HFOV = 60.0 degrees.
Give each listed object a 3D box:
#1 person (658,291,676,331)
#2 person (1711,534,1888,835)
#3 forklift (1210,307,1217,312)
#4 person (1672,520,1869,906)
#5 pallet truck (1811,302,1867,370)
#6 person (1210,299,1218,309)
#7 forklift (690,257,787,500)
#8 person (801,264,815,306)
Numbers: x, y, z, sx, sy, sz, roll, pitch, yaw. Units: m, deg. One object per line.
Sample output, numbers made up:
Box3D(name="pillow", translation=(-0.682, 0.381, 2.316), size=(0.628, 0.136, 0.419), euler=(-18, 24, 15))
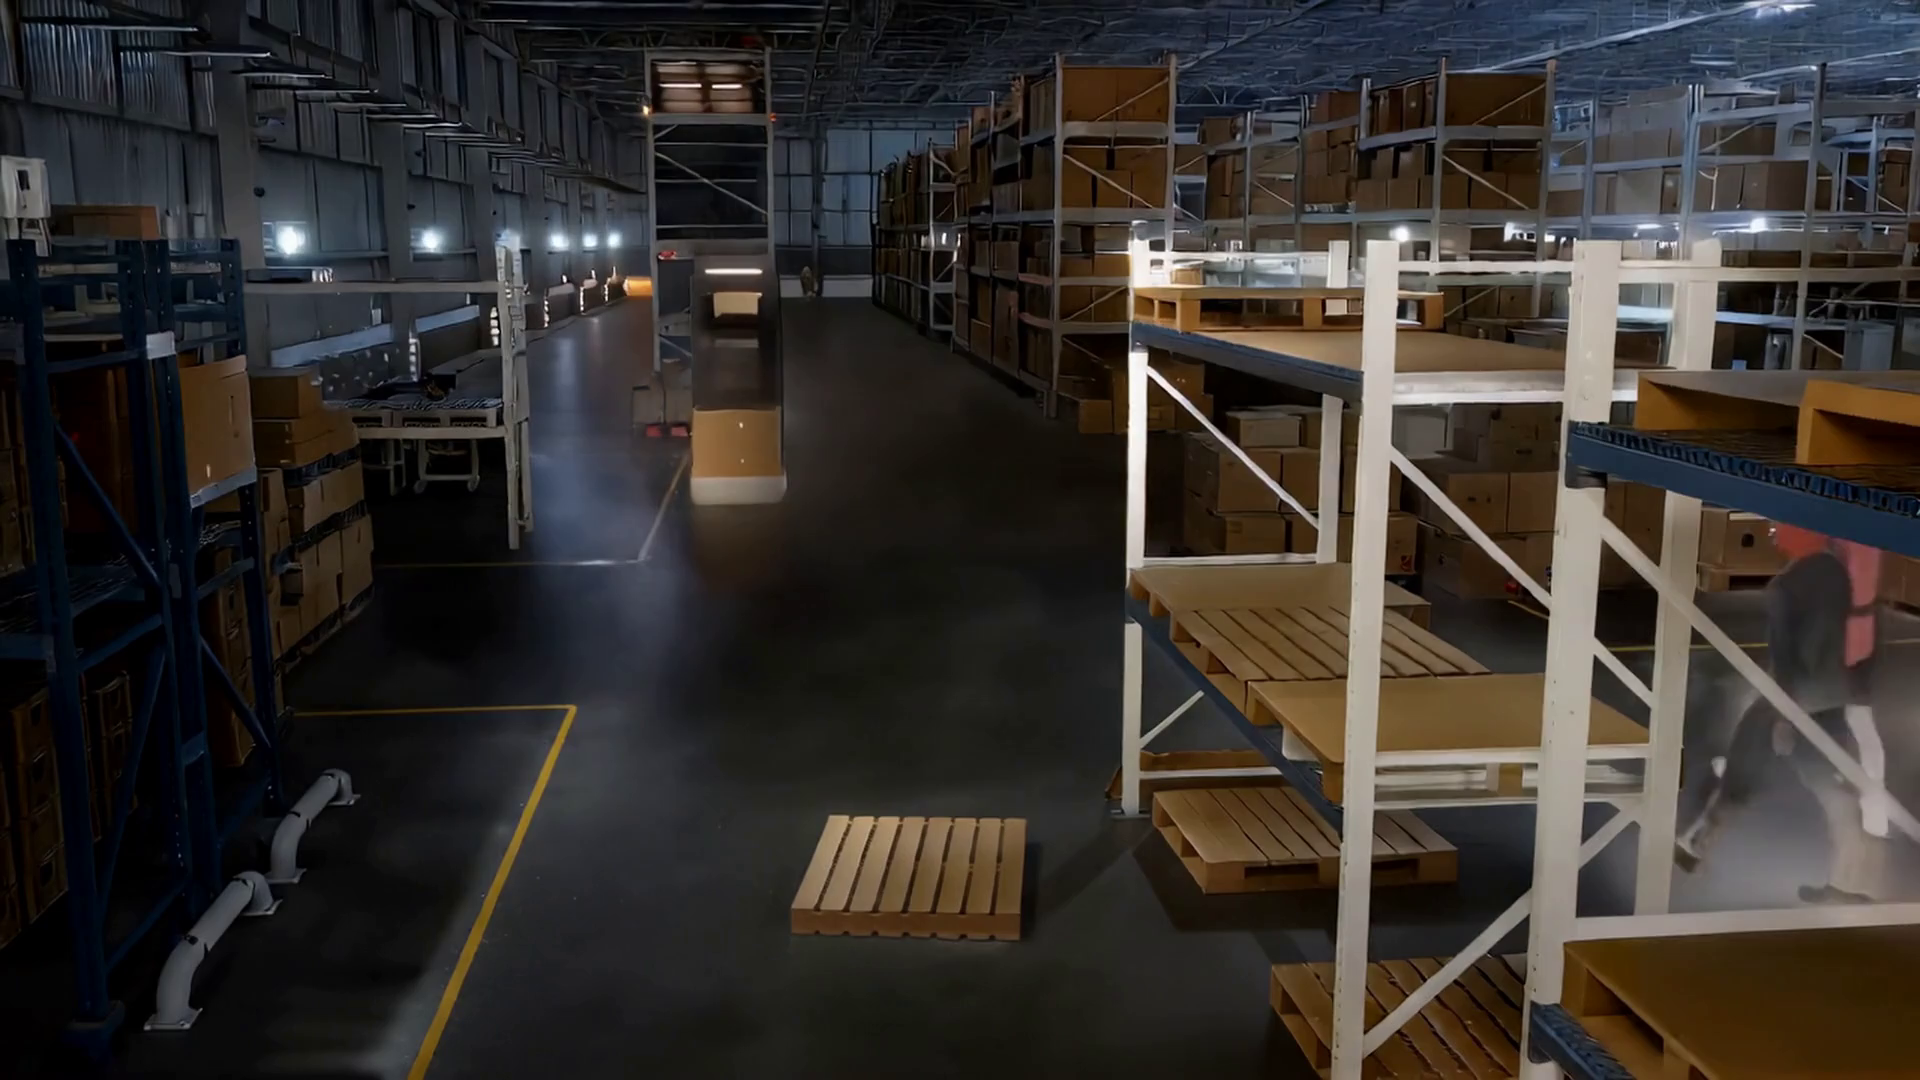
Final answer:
Box3D(name="person", translation=(-8.526, -6.653, 48.522), size=(0.645, 1.904, 0.401), euler=(-7, 12, -33))
Box3D(name="person", translation=(4.506, 0.529, 8.738), size=(0.561, 1.882, 1.008), euler=(-5, 11, -26))
Box3D(name="forklift", translation=(8.262, -7.061, 48.061), size=(1.873, 2.768, 1.129), euler=(-1, 10, -6))
Box3D(name="person", translation=(3.779, 0.725, 7.673), size=(0.654, 1.881, 1.022), euler=(-8, 13, -37))
Box3D(name="pallet truck", translation=(15.846, -3.142, 28.793), size=(1.885, 1.965, 0.823), euler=(2, 10, 12))
Box3D(name="person", translation=(8.901, -8.507, 58.740), size=(0.572, 1.912, 0.474), euler=(-3, 11, -17))
Box3D(name="forklift", translation=(-2.661, -1.972, 19.860), size=(1.129, 2.768, 1.873), euler=(-1, 10, -6))
Box3D(name="person", translation=(-7.027, -11.797, 77.006), size=(0.652, 1.904, 0.402), euler=(0, 10, 0))
